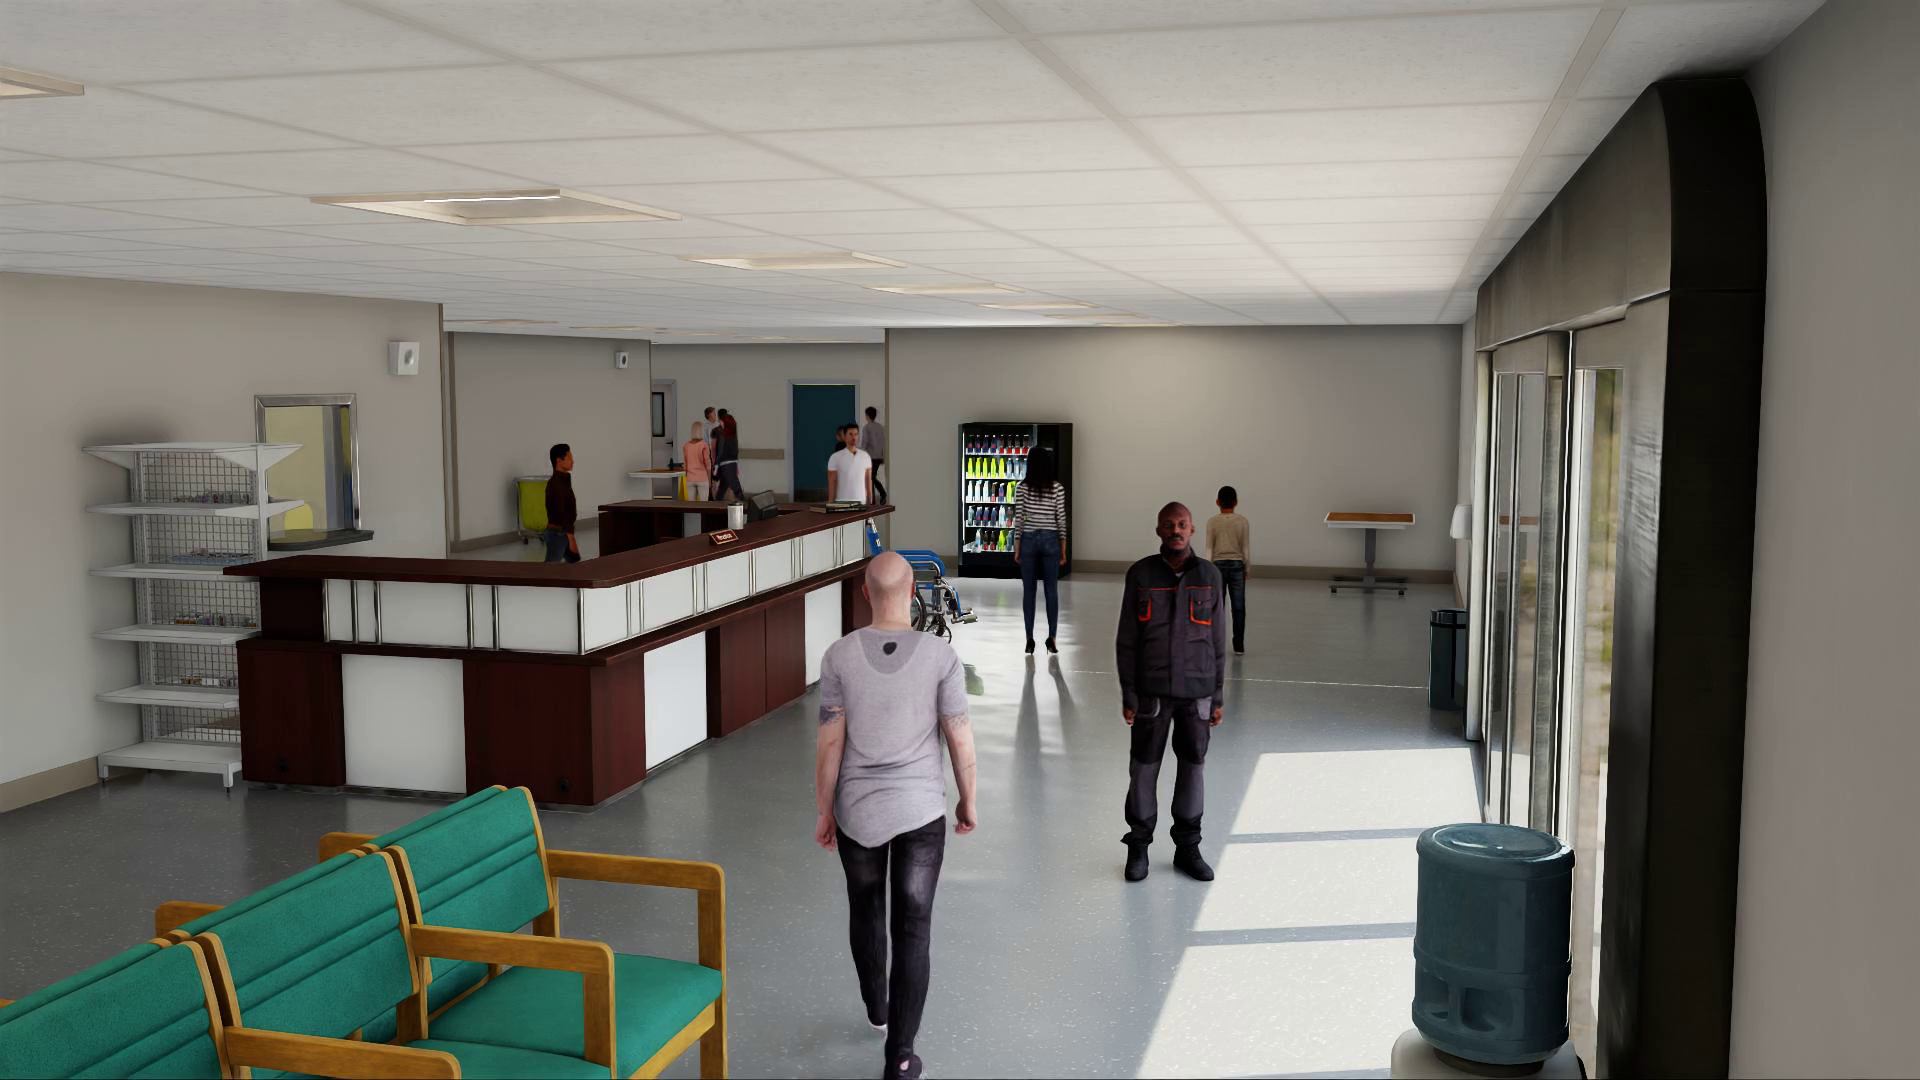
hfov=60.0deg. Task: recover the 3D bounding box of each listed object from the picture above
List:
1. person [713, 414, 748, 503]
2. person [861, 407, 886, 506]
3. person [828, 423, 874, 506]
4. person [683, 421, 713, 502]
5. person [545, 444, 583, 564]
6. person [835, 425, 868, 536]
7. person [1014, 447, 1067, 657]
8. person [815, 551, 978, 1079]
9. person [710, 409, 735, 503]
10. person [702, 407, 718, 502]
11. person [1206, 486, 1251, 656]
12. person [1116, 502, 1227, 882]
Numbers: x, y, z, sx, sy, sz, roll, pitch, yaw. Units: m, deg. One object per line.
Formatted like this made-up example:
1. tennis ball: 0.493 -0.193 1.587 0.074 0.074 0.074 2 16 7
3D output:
1. person: -3.616 -1.090 26.530 1.202 1.725 0.691 2 6 22
2. person: -1.482 -1.435 29.417 0.863 1.834 0.815 4 7 37
3. person: -1.295 -0.422 19.252 0.853 1.853 0.916 -3 6 -26
4. person: -3.895 -0.903 24.680 0.481 1.724 0.675 2 6 20
5. person: -3.845 0.006 15.613 1.201 1.730 0.927 0 6 -5
6. person: -1.782 -0.843 24.418 0.932 1.655 0.869 -3 6 -28
7. person: 0.686 0.092 14.356 0.515 1.794 0.698 0 6 4
8. person: -0.251 0.973 5.645 1.036 1.801 0.860 1 6 6
9. person: -3.843 -1.238 27.436 0.813 1.838 0.876 -3 6 -28
10. person: -4.569 -1.530 30.425 0.780 1.820 0.733 -3 6 -26
11. person: 2.316 0.264 14.386 0.461 1.461 0.603 1 6 10
12. person: 1.030 0.714 8.099 0.641 1.825 0.820 0 6 -2
